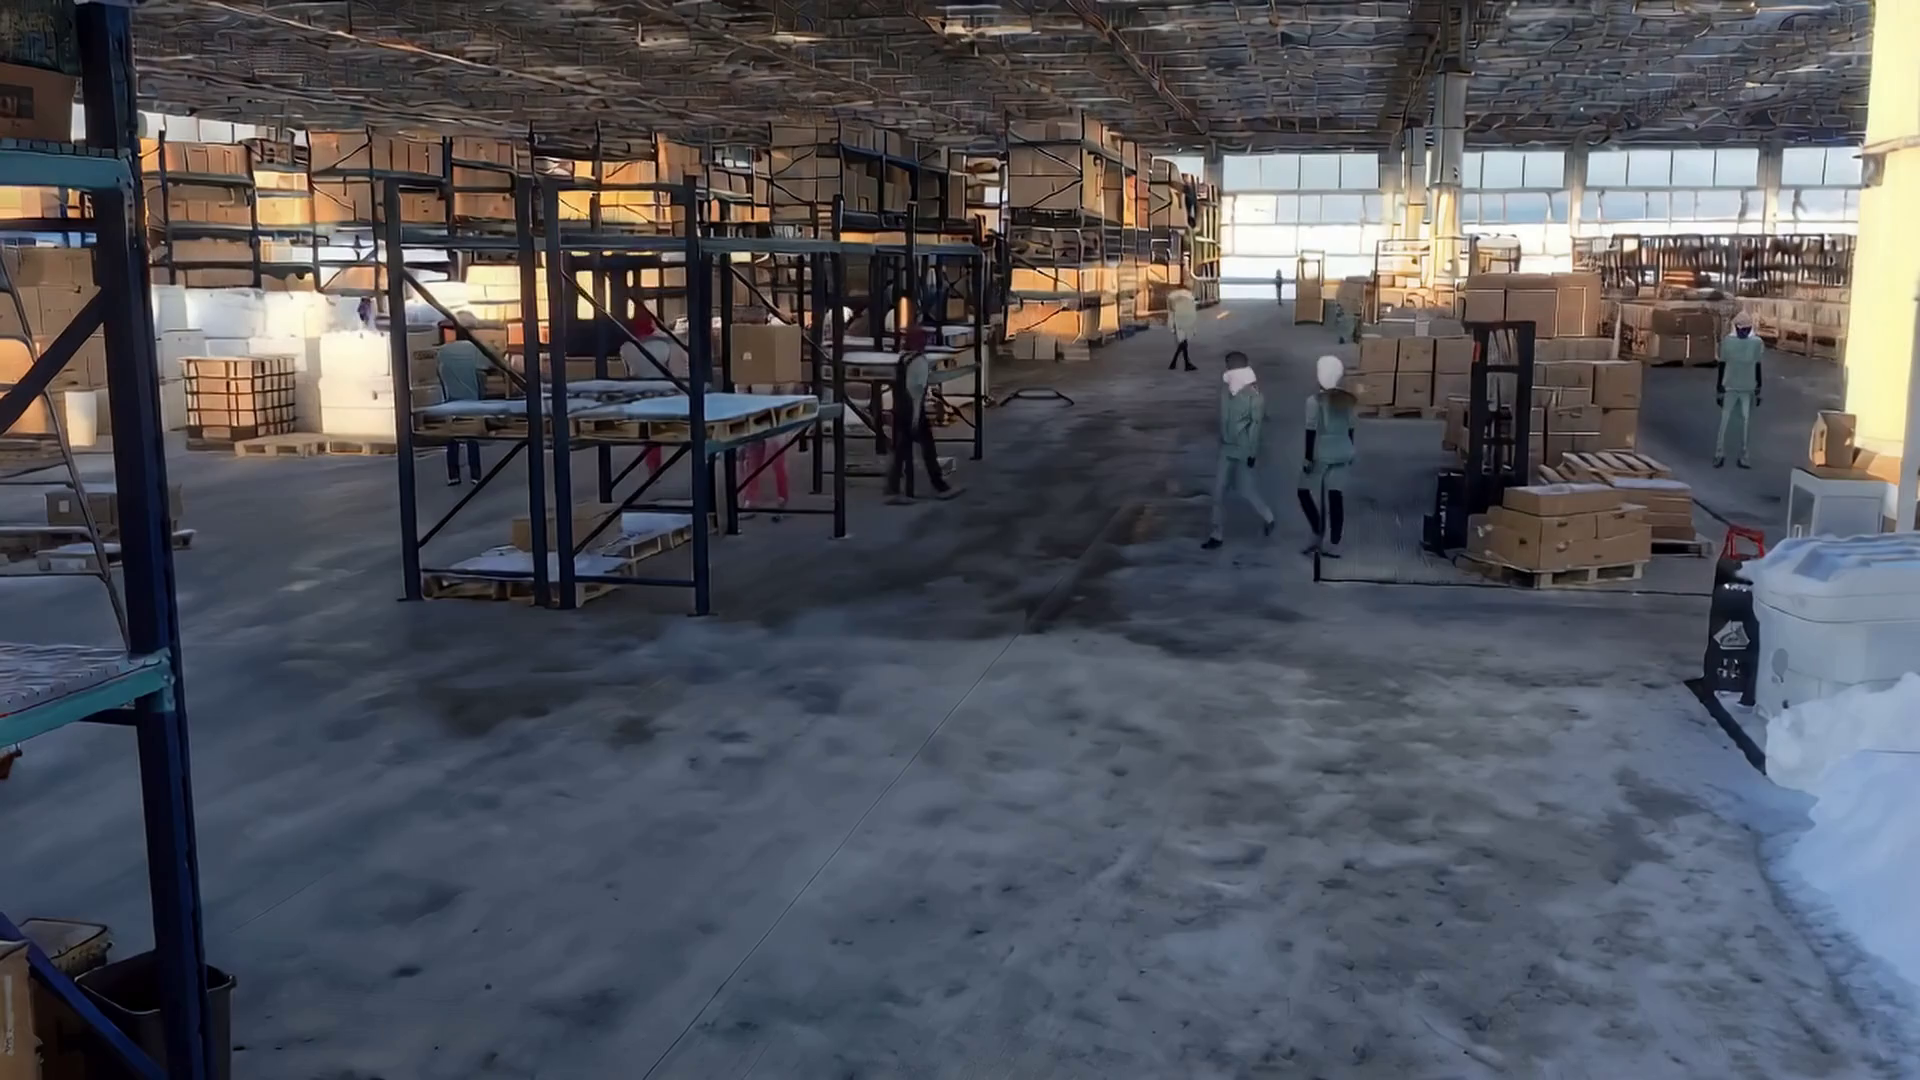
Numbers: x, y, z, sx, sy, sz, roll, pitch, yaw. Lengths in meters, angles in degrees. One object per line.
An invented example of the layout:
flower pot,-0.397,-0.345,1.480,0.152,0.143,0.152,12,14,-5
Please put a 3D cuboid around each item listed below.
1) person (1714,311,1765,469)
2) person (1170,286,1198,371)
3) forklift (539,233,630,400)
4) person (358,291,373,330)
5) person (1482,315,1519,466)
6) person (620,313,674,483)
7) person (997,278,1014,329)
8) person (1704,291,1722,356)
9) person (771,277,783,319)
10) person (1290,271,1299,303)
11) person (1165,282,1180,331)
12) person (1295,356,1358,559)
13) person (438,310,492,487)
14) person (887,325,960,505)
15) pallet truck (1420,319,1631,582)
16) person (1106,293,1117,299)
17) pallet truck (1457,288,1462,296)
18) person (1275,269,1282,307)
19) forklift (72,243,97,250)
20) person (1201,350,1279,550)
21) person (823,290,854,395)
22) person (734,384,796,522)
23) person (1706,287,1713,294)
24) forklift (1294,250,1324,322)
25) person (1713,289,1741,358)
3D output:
person,9.204,-1.767,19.659,0.507,1.872,0.329,3,10,16
person,4.966,-4.724,37.171,0.593,1.881,1.014,-7,12,-35
forklift,-5.093,-2.878,23.249,1.129,2.768,1.873,2,10,12
person,-15.844,-5.813,44.314,0.419,1.622,0.535,-8,13,-41
person,5.853,-1.465,17.855,1.042,1.886,0.657,1,10,7
person,-3.454,-1.555,18.377,0.590,1.892,0.826,-1,10,-8
person,1.580,-8.277,58.381,0.623,1.821,0.815,-5,11,-28
person,19.374,-5.570,42.726,0.532,1.677,0.733,3,10,19
person,-5.961,-7.589,53.988,0.392,1.920,0.592,-3,10,-19
person,19.066,-14.275,93.865,0.782,1.823,0.627,-3,10,-16
person,7.390,-8.142,57.952,0.542,1.678,0.670,-3,10,-15
person,3.042,-0.683,13.777,0.546,1.677,0.403,-5,11,-25
person,-5.415,-1.541,18.170,0.612,1.924,0.396,3,10,17
person,-0.392,-1.272,16.882,0.881,1.804,0.514,-7,12,-34
pallet truck,4.543,-0.757,13.299,0.823,1.965,1.885,-4,10,-22
person,5.388,-8.619,60.264,0.965,1.857,0.638,3,10,18
pallet truck,20.506,-9.785,68.819,0.653,1.274,1.630,2,10,12
person,16.665,-13.216,87.134,0.415,1.985,0.611,1,10,6
forklift,-19.181,-5.200,36.996,1.873,2.768,1.129,2,10,12
person,2.445,-0.773,14.242,0.757,1.713,0.489,-9,13,-42
person,-2.168,-3.625,30.420,0.644,1.943,0.686,4,10,21
person,-1.863,-1.078,15.666,0.633,1.839,0.429,2,10,13
person,39.886,-13.347,88.368,0.569,1.827,0.575,5,11,26
forklift,13.778,-10.002,65.433,1.129,2.768,1.873,2,10,12
person,18.147,-5.051,39.374,0.614,1.777,0.942,2,10,10
